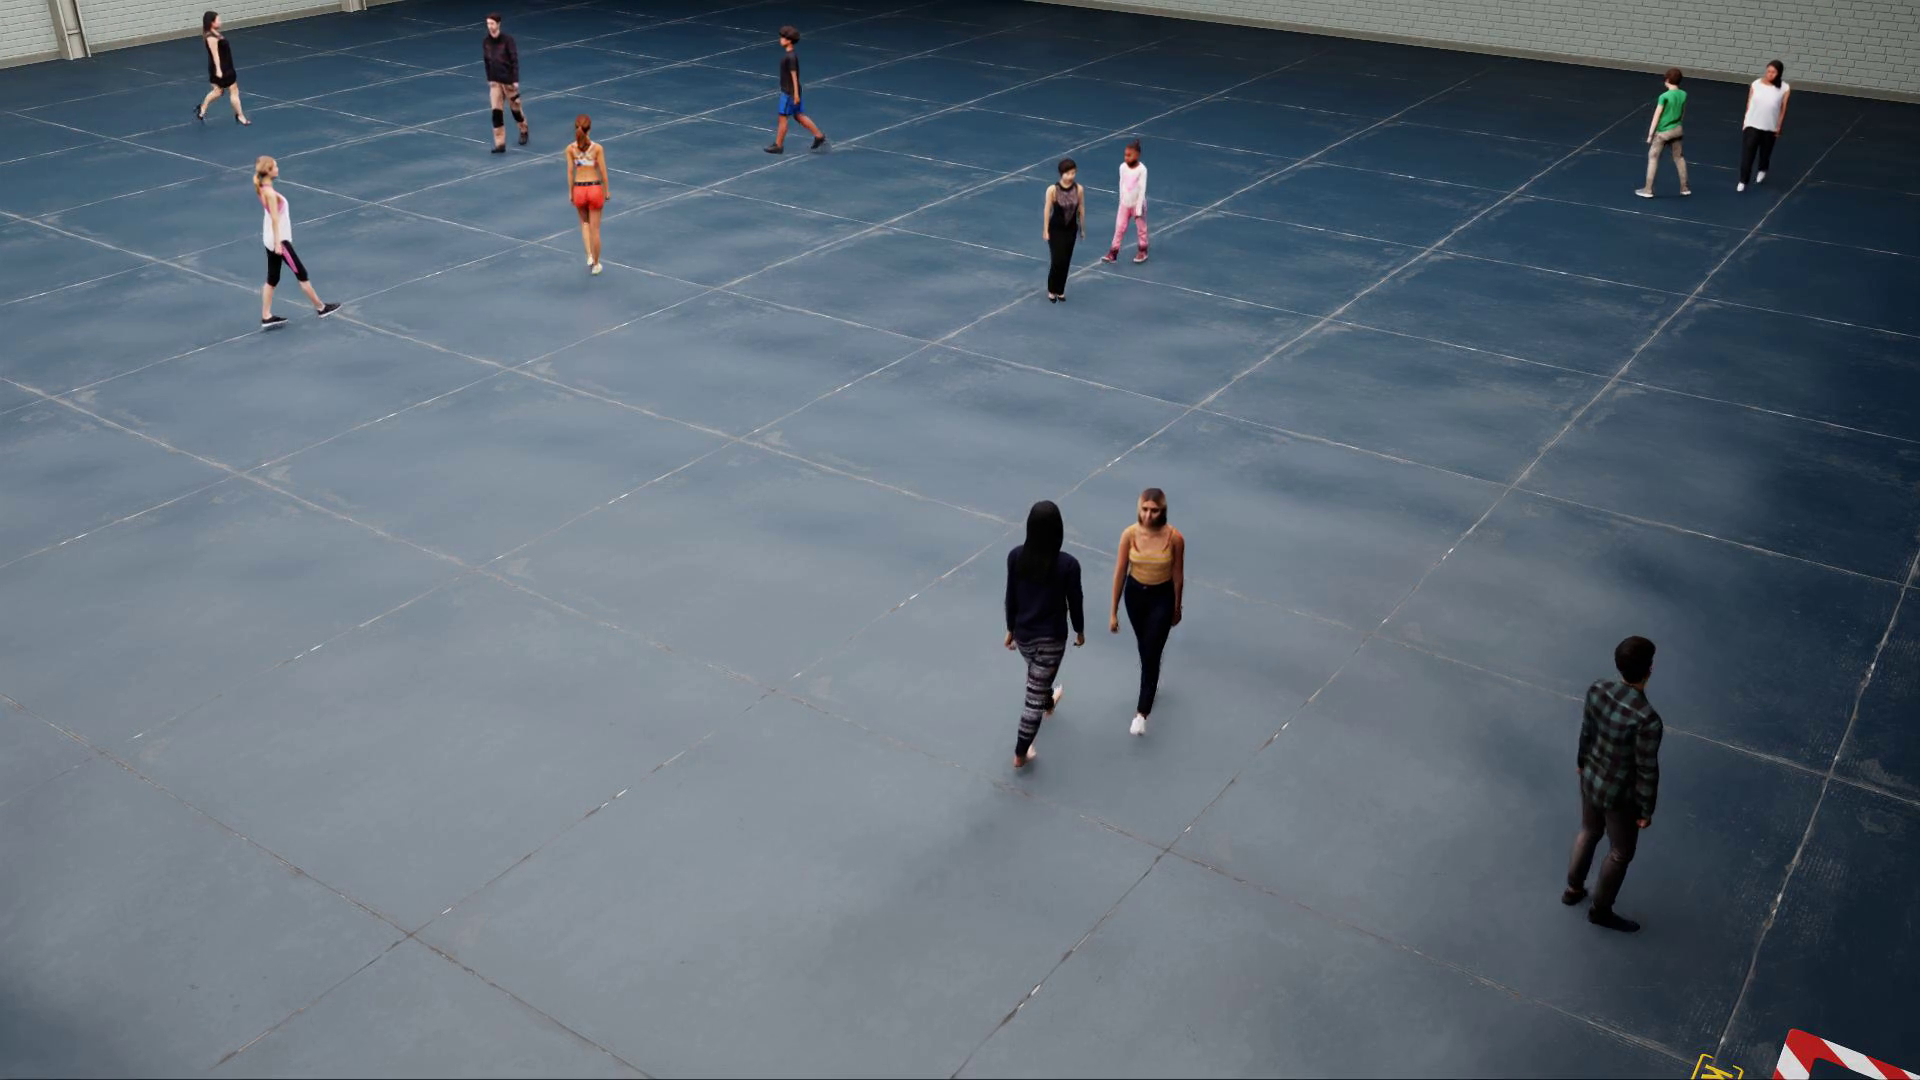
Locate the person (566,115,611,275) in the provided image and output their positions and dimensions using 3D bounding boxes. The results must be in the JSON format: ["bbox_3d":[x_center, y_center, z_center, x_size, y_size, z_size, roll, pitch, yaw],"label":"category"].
[{"bbox_3d":[-4.176,-3.838,18.646,0.722,1.778,0.775,-2,27,-4],"label":"person"}]

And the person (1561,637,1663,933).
[{"bbox_3d":[3.486,1.304,8.885,0.775,1.697,0.832,-6,28,-11],"label":"person"}]

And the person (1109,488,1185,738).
[{"bbox_3d":[1.222,0.380,10.662,0.817,1.587,1.154,8,28,14],"label":"person"}]

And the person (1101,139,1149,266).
[{"bbox_3d":[2.036,-3.874,19.115,0.581,1.412,0.949,19,33,32],"label":"person"}]

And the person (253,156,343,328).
[{"bbox_3d":[-7.103,-3.030,17.112,1.131,1.746,0.859,-19,33,-32],"label":"person"}]

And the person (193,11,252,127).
[{"bbox_3d":[-11.175,-7.024,24.928,1.129,1.692,0.956,-13,30,-23],"label":"person"}]

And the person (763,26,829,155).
[{"bbox_3d":[-2.303,-6.354,23.543,1.187,1.768,1.129,-4,28,-8],"label":"person"}]

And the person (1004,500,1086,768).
[{"bbox_3d":[0.466,0.614,10.106,0.782,1.681,1.127,10,29,19],"label":"person"}]

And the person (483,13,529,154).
[{"bbox_3d":[-6.470,-6.538,23.767,1.082,1.890,1.321,3,27,5],"label":"person"}]

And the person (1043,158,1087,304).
[{"bbox_3d":[1.076,-3.342,17.896,0.694,1.583,0.767,-11,29,-21],"label":"person"}]

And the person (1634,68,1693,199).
[{"bbox_3d":[9.185,-5.271,21.582,0.959,1.637,1.028,-6,28,-12],"label":"person"}]

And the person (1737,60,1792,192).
[{"bbox_3d":[10.612,-5.475,21.950,0.666,1.663,1.018,17,32,29],"label":"person"}]
